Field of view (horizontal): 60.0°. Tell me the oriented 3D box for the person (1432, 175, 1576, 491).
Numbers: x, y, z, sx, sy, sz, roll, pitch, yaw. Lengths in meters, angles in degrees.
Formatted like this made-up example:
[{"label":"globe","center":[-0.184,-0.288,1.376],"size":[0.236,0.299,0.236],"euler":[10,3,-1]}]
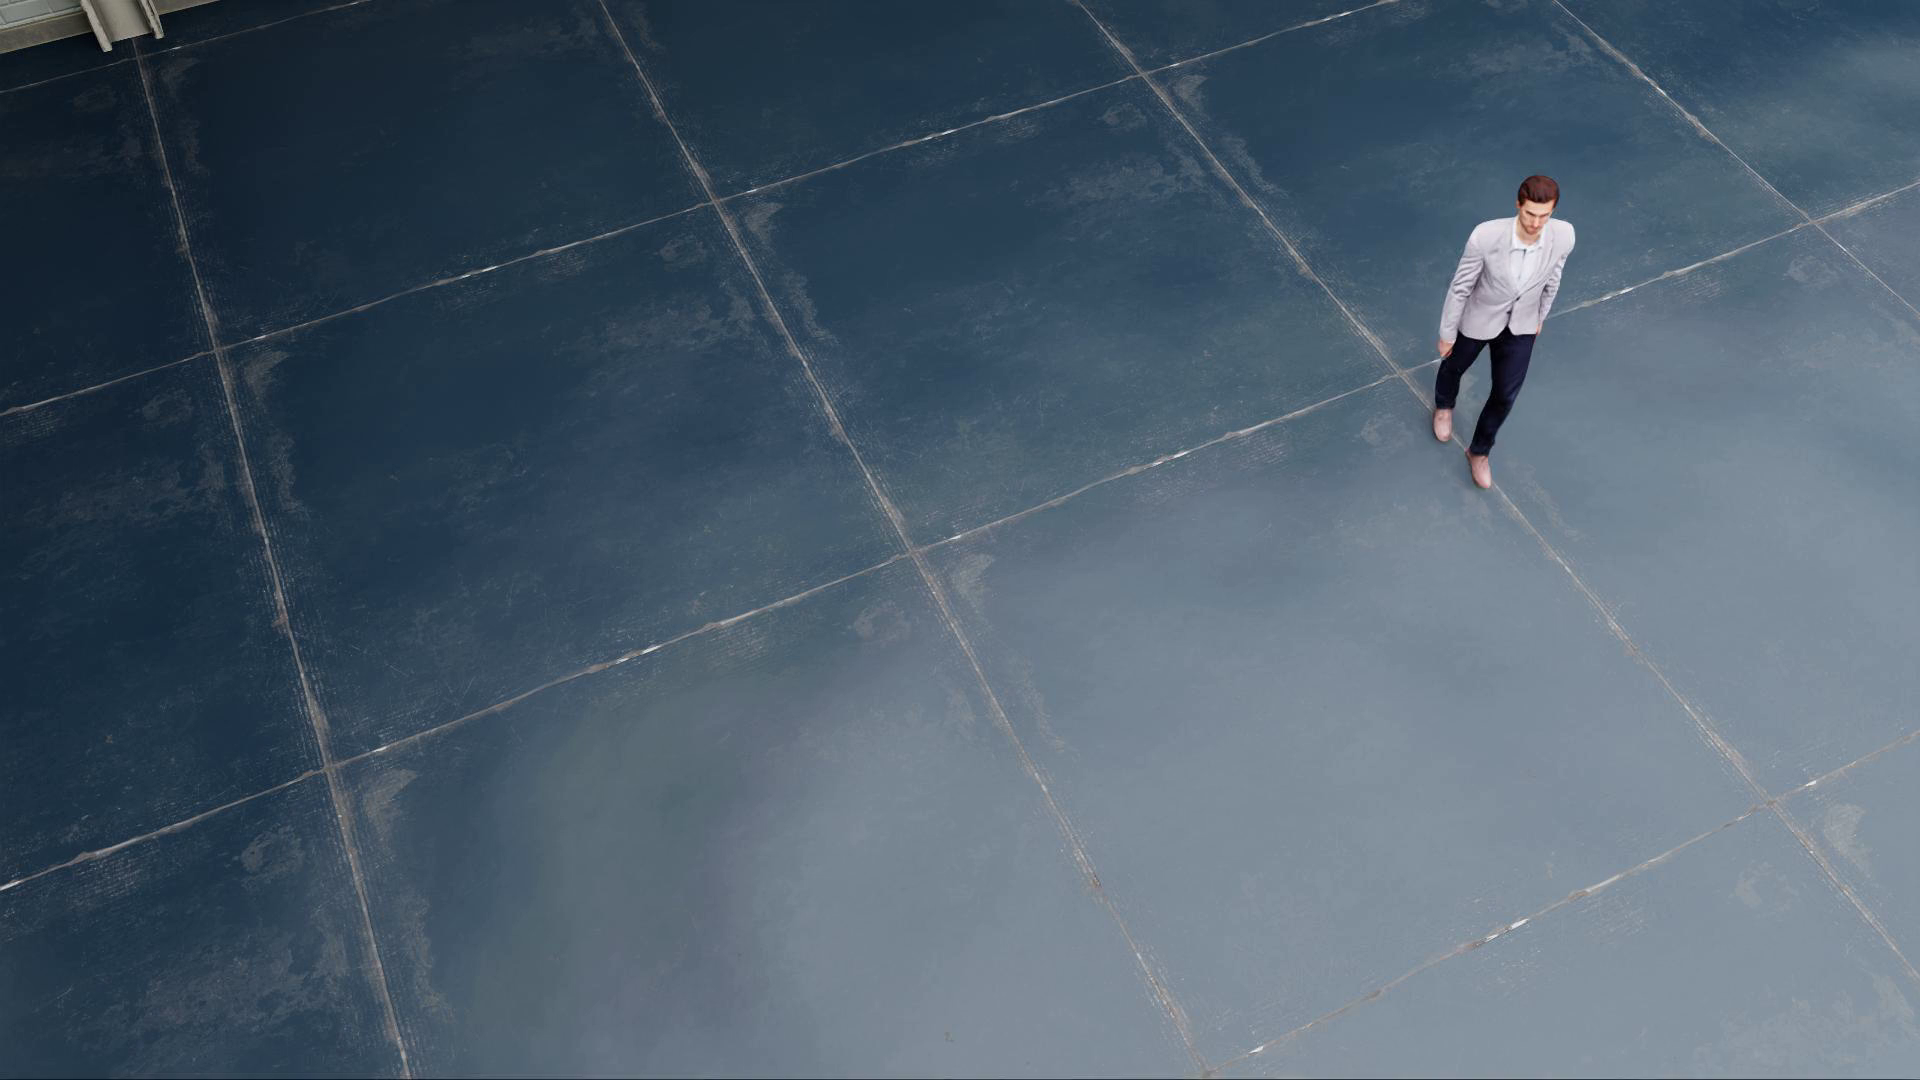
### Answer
[{"label":"person","center":[2.688,-1.170,8.369],"size":[0.969,1.825,0.996],"euler":[5,52,4]}]
